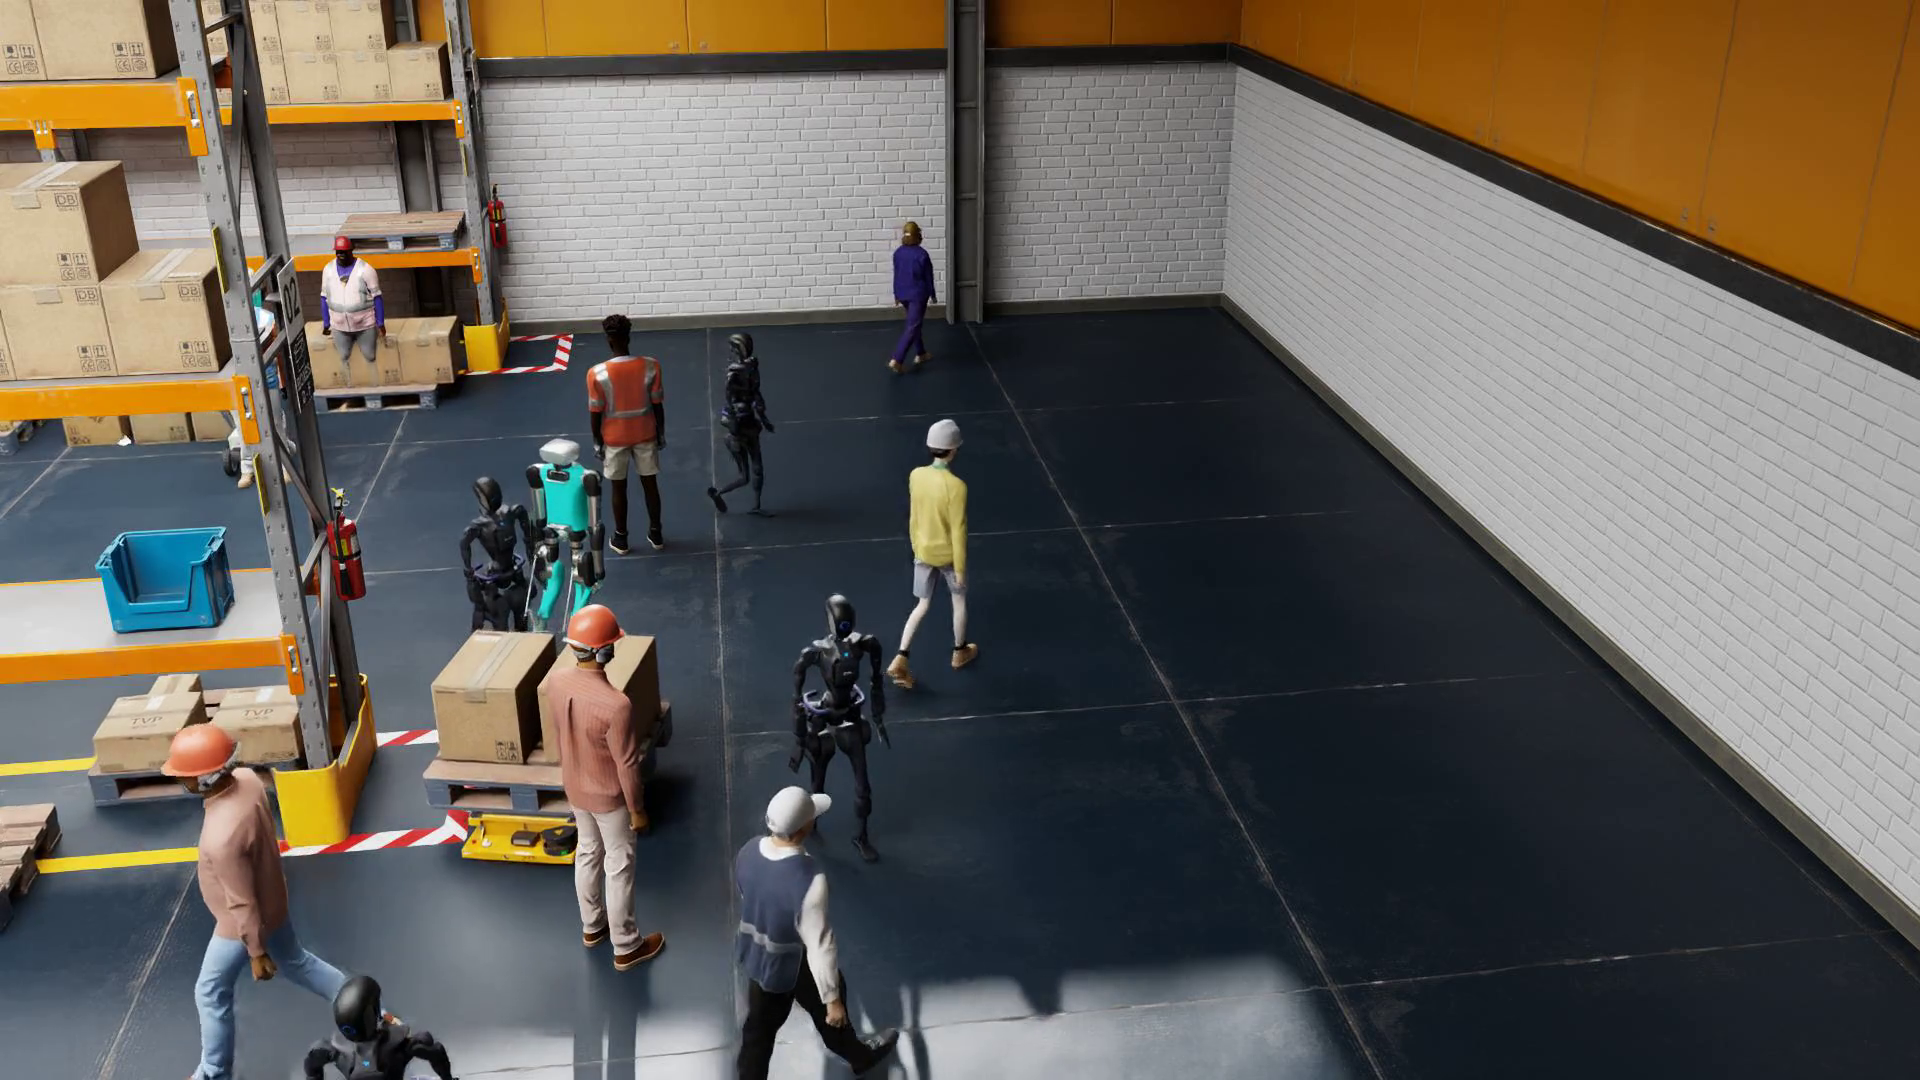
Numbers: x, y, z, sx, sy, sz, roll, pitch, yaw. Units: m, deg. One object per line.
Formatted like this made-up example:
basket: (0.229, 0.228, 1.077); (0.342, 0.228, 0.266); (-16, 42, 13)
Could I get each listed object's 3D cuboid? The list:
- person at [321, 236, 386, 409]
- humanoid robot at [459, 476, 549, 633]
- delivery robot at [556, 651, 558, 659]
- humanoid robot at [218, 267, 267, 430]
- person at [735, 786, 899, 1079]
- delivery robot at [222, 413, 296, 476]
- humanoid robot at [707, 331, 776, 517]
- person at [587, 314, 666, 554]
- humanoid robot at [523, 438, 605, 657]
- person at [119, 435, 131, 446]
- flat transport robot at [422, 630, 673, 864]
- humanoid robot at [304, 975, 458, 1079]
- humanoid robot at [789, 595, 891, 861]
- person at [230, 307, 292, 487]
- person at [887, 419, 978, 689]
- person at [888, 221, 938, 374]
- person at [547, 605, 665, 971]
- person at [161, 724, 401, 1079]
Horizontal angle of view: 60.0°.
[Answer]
person: (-5.979, -2.130, 16.401); (0.612, 1.755, 0.419); (-2, 24, -4)
humanoid robot: (-2.967, 0.321, 10.958); (0.621, 1.636, 0.628); (20, 30, 37)
delivery robot: (-2.655, 0.991, 10.799); (0.499, 0.608, 0.784); (-21, 31, -39)
humanoid robot: (-6.651, -1.637, 15.272); (0.676, 1.770, 0.531); (5, 24, 12)
person: (-0.676, 1.825, 7.434); (0.789, 1.711, 0.886); (20, 31, 38)
delivery robot: (-6.379, -0.915, 15.120); (0.501, 0.590, 0.761); (-3, 24, -6)
humanoid robot: (-1.844, -0.965, 13.856); (0.536, 1.645, 0.607); (9, 25, 19)
person: (-2.629, -0.835, 13.202); (0.602, 1.957, 0.364); (-10, 25, -21)
humanoid robot: (-2.662, 0.282, 10.971); (0.534, 1.830, 0.683); (7, 25, 16)
person: (-7.887, -1.825, 15.573); (0.328, 1.865, 0.517); (15, 28, 30)
flat transport robot: (-2.433, 1.473, 10.041); (0.659, 0.231, 1.431); (2, 24, 5)
humanoid robot: (-2.177, 2.312, 6.442); (0.610, 1.614, 0.756); (-3, 24, -6)
humanoid robot: (-0.688, 1.033, 9.296); (0.593, 1.648, 0.462); (-13, 27, -26)
person: (-6.185, -1.359, 14.536); (0.620, 1.845, 0.431); (-3, 24, -7)
person: (-0.175, 0.106, 11.195); (0.484, 1.860, 0.852); (14, 27, 29)
person: (-0.534, -2.572, 17.603); (0.453, 1.591, 0.790); (18, 29, 35)
person: (-1.796, 1.249, 8.423); (0.610, 1.986, 0.401); (19, 30, 37)
person: (-3.171, 1.658, 7.542); (1.012, 1.947, 0.625); (-3, 24, -7)
